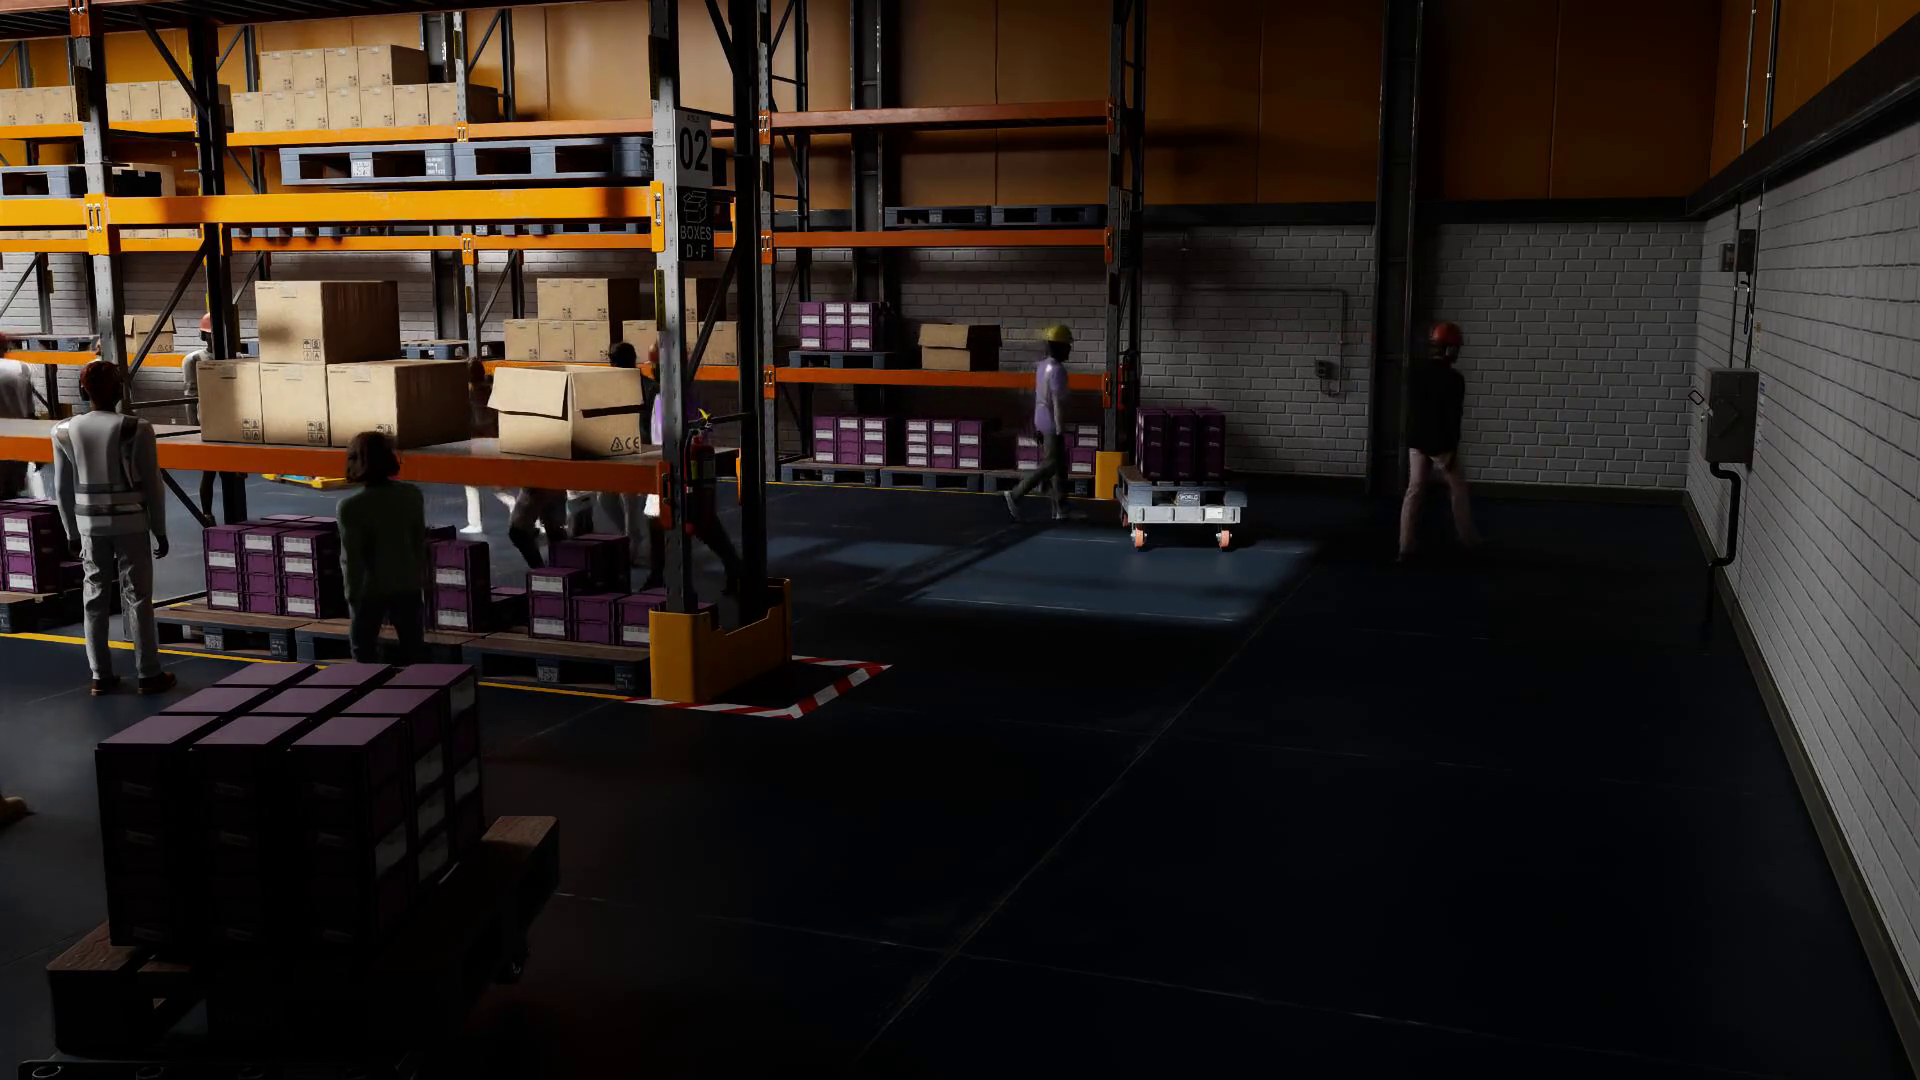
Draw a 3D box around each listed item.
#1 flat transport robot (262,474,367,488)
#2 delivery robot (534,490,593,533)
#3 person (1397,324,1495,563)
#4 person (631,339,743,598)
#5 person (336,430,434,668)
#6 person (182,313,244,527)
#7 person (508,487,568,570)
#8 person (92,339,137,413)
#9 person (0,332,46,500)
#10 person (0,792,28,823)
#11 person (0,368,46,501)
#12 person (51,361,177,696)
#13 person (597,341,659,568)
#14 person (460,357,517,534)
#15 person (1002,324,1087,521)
[{"bbox_3d":[-7.273,-0.771,18.838,1.431,0.197,0.652,8,12,42],"label":"flat transport robot"},{"bbox_3d":[-3.542,-0.319,14.817,0.477,0.478,0.707,1,9,8],"label":"delivery robot"},{"bbox_3d":[4.008,-0.787,13.678,0.954,1.955,0.616,-5,10,-30],"label":"person"},{"bbox_3d":[-1.983,-0.493,11.991,0.865,1.912,0.555,3,9,16],"label":"person"},{"bbox_3d":[-2.786,0.262,8.171,0.728,1.606,0.499,8,12,40],"label":"person"},{"bbox_3d":[-6.624,-1.030,14.927,0.374,2.039,0.616,5,10,29],"label":"person"},{"bbox_3d":[-2.976,-0.354,11.794,0.375,1.686,0.535,3,10,18],"label":"person"},{"bbox_3d":[-10.027,-1.574,19.648,0.397,1.627,0.523,1,9,4],"label":"person"},{"bbox_3d":[-9.151,-1.094,15.998,0.987,1.840,0.578,7,11,36],"label":"person"},{"bbox_3d":[-4.393,0.219,7.080,0.682,2.000,0.536,1,9,9],"label":"person"},{"bbox_3d":[-7.563,-0.700,13.168,0.593,1.937,0.678,3,10,19],"label":"person"},{"bbox_3d":[-4.736,-0.060,9.327,0.574,1.885,0.356,-1,9,-4],"label":"person"},{"bbox_3d":[-2.735,-0.697,13.516,0.636,1.846,0.506,4,10,24],"label":"person"},{"bbox_3d":[-4.306,-0.847,15.110,0.515,1.622,0.521,4,10,25],"label":"person"},{"bbox_3d":[0.807,-1.108,15.860,0.795,1.907,0.599,-1,9,-9],"label":"person"}]
